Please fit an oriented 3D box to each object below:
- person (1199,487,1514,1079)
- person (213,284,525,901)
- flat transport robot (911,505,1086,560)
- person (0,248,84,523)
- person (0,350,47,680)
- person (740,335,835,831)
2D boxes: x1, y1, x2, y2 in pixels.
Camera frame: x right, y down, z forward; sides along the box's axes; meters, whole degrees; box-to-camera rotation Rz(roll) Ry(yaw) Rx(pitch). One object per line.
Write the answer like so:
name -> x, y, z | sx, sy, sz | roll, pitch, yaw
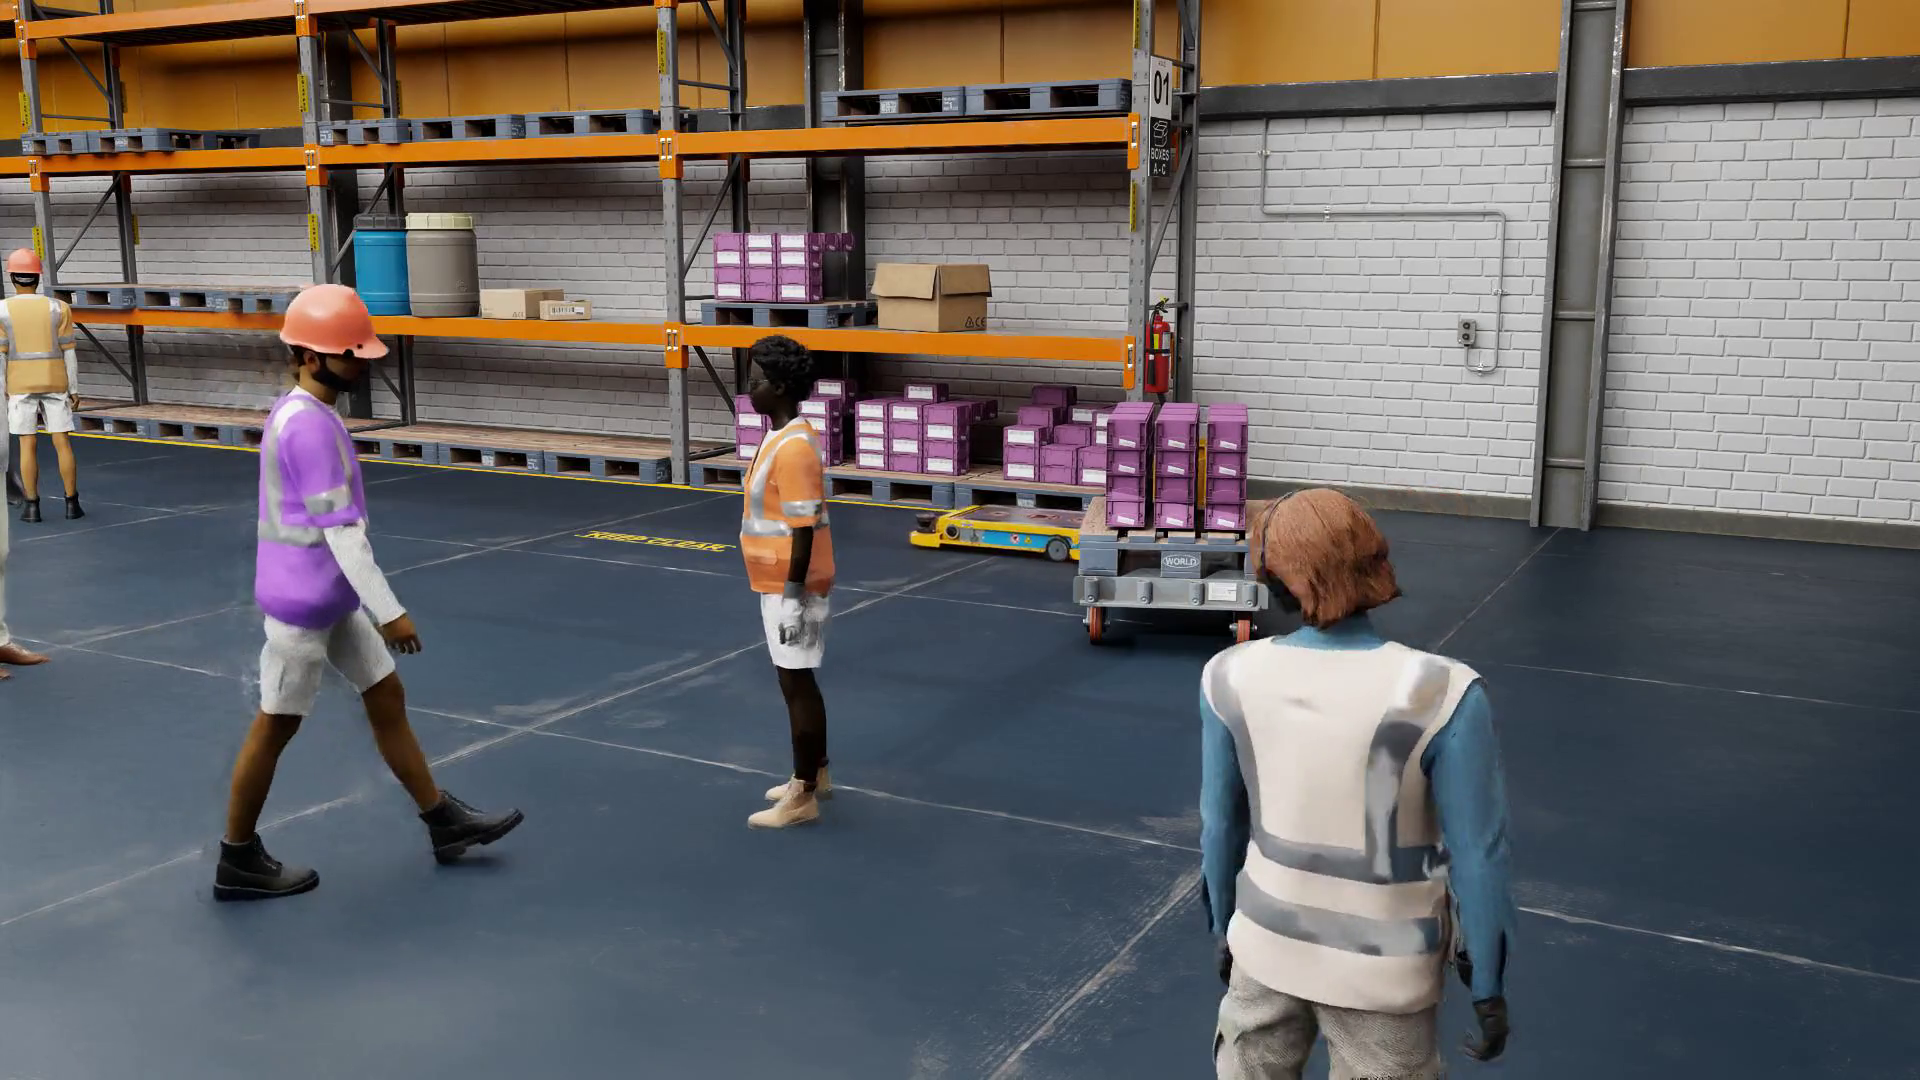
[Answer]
person -> 0.607, 0.725, 2.771 | 0.600, 1.619, 0.319 | 10, 14, 42
person -> -1.857, 0.169, 5.085 | 1.014, 1.871, 0.556 | -3, 11, -17
flat transport robot -> 0.461, -0.061, 10.761 | 1.431, 0.197, 0.652 | 5, 11, 26
person -> -6.570, -1.090, 11.831 | 0.543, 1.939, 0.359 | -7, 12, -33
person -> -4.516, -0.293, 7.661 | 0.310, 1.864, 0.533 | 1, 10, 3
person -> -0.575, 0.154, 5.722 | 0.420, 1.699, 0.563 | -2, 11, -12
